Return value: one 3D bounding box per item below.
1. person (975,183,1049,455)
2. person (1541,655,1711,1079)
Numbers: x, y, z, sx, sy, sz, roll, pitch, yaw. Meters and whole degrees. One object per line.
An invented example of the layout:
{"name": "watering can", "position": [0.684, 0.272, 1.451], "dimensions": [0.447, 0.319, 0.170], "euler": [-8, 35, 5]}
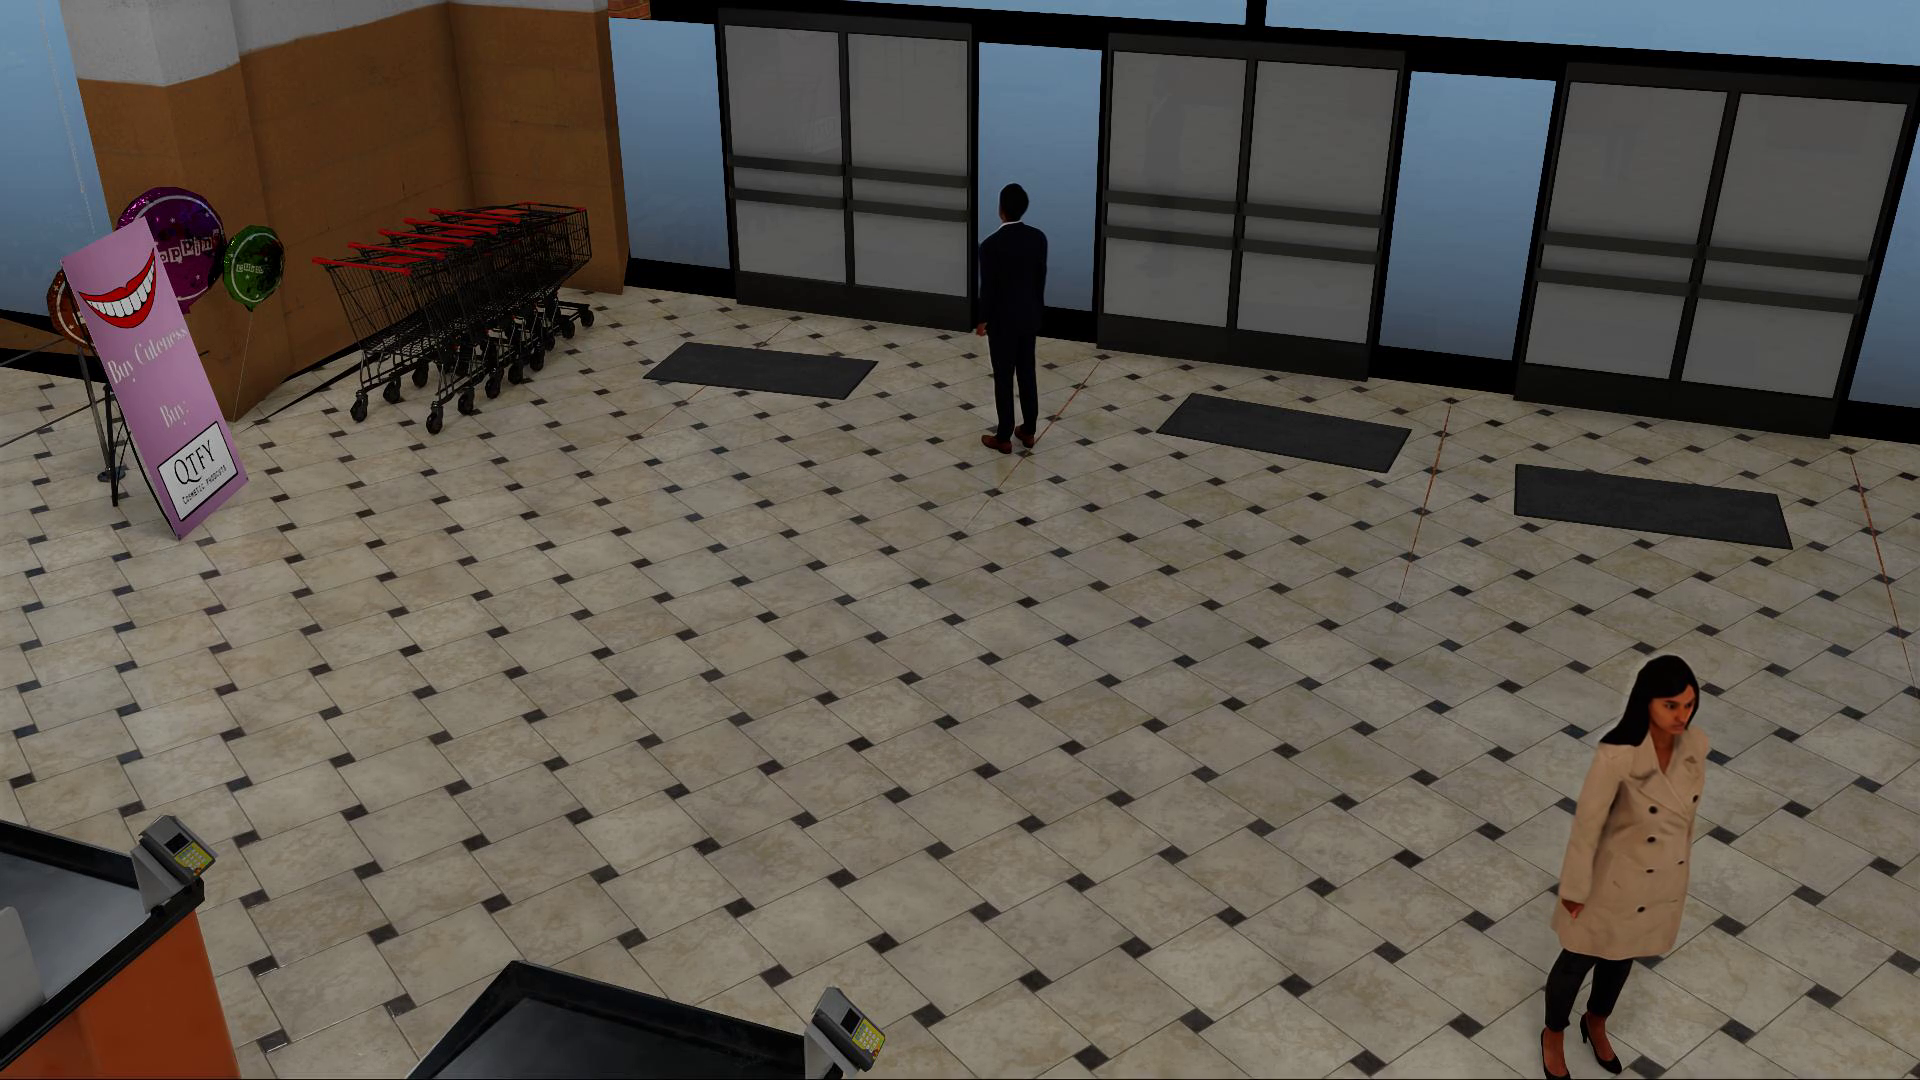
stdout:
{"name": "person", "position": [0.334, -1.381, 10.451], "dimensions": [0.686, 1.727, 0.766], "euler": [-15, 30, -26]}
{"name": "person", "position": [2.222, 1.122, 5.566], "dimensions": [0.723, 1.681, 0.744], "euler": [-8, 28, -15]}
